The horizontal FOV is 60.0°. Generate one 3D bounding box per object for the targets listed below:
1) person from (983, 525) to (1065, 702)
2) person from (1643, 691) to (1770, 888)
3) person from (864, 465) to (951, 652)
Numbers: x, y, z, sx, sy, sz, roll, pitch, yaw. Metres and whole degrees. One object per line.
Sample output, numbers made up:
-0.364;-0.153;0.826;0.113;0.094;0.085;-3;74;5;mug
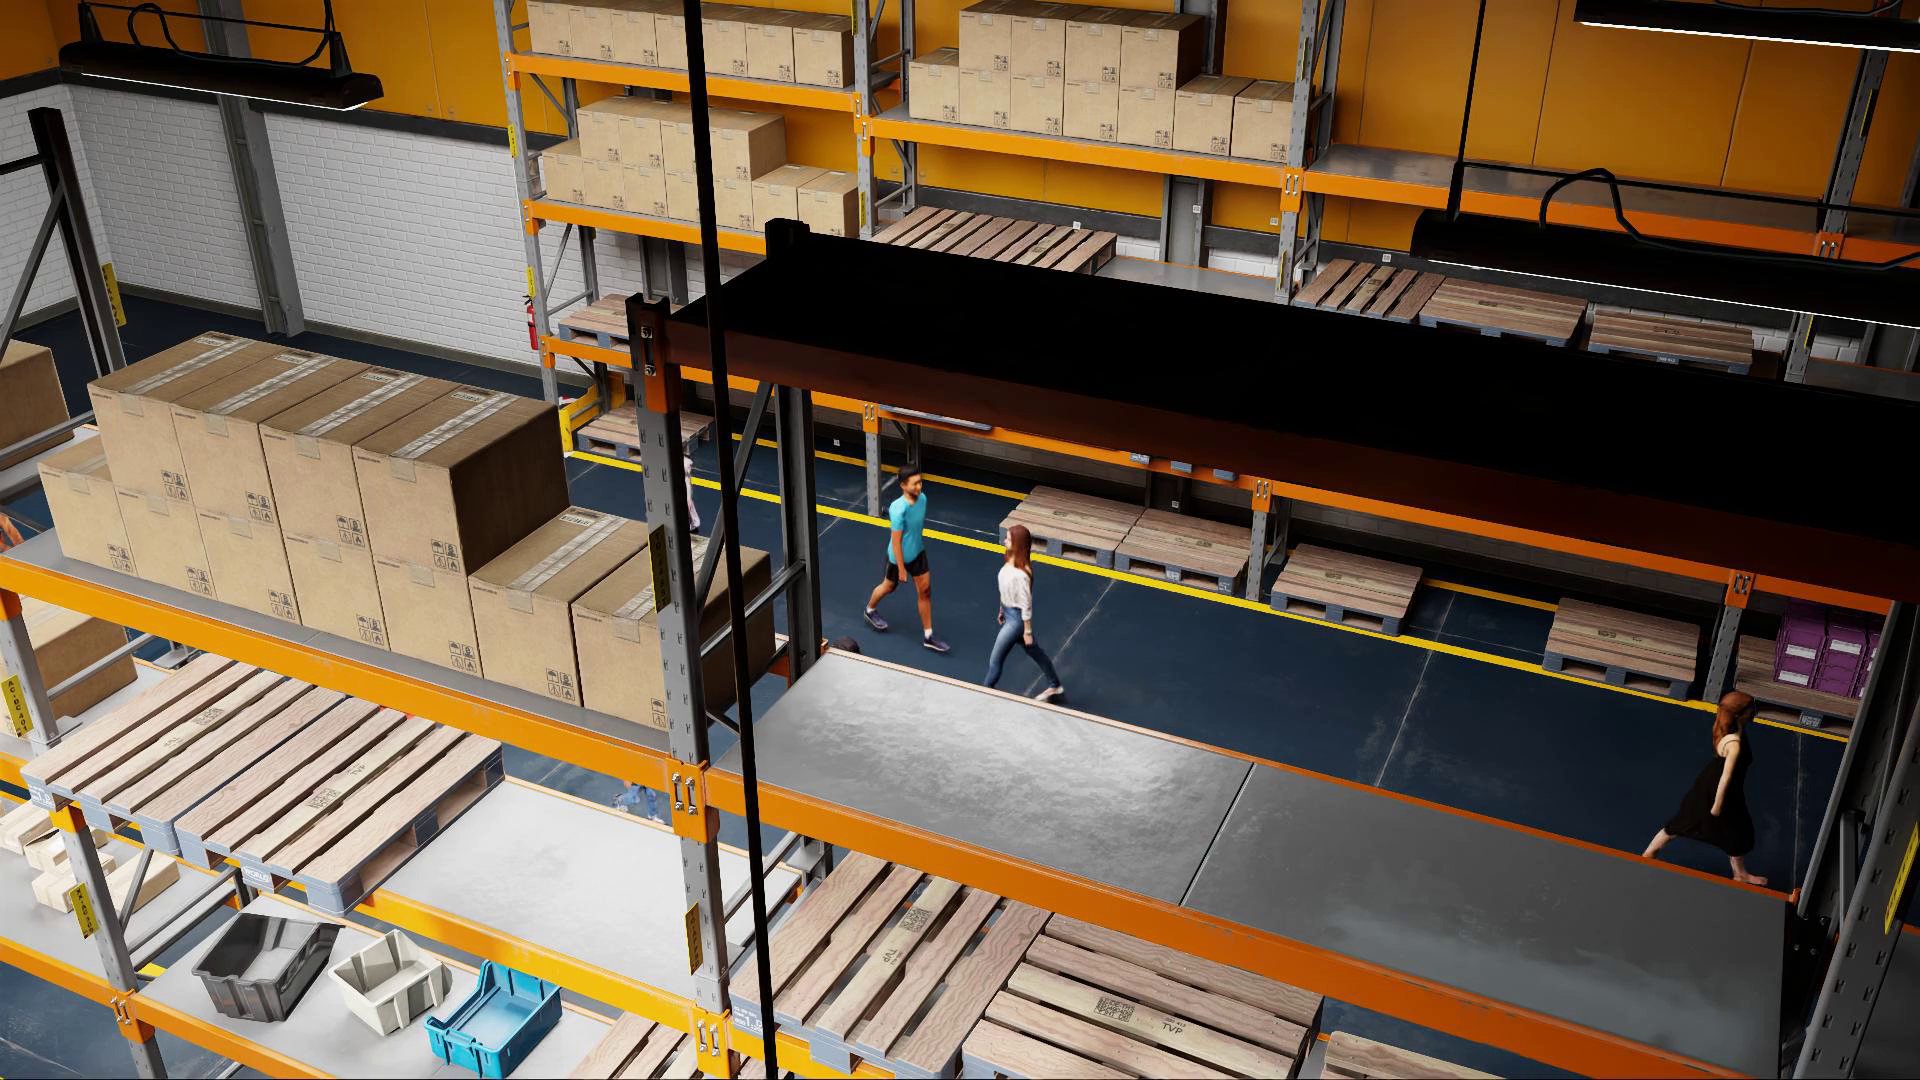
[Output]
0.550;0.657;13.655;1.224;1.680;1.007;-3;29;-6;person
5.264;1.759;11.746;1.137;1.573;0.749;6;29;12;person
-0.551;0.127;14.581;1.236;1.723;0.820;21;35;33;person
